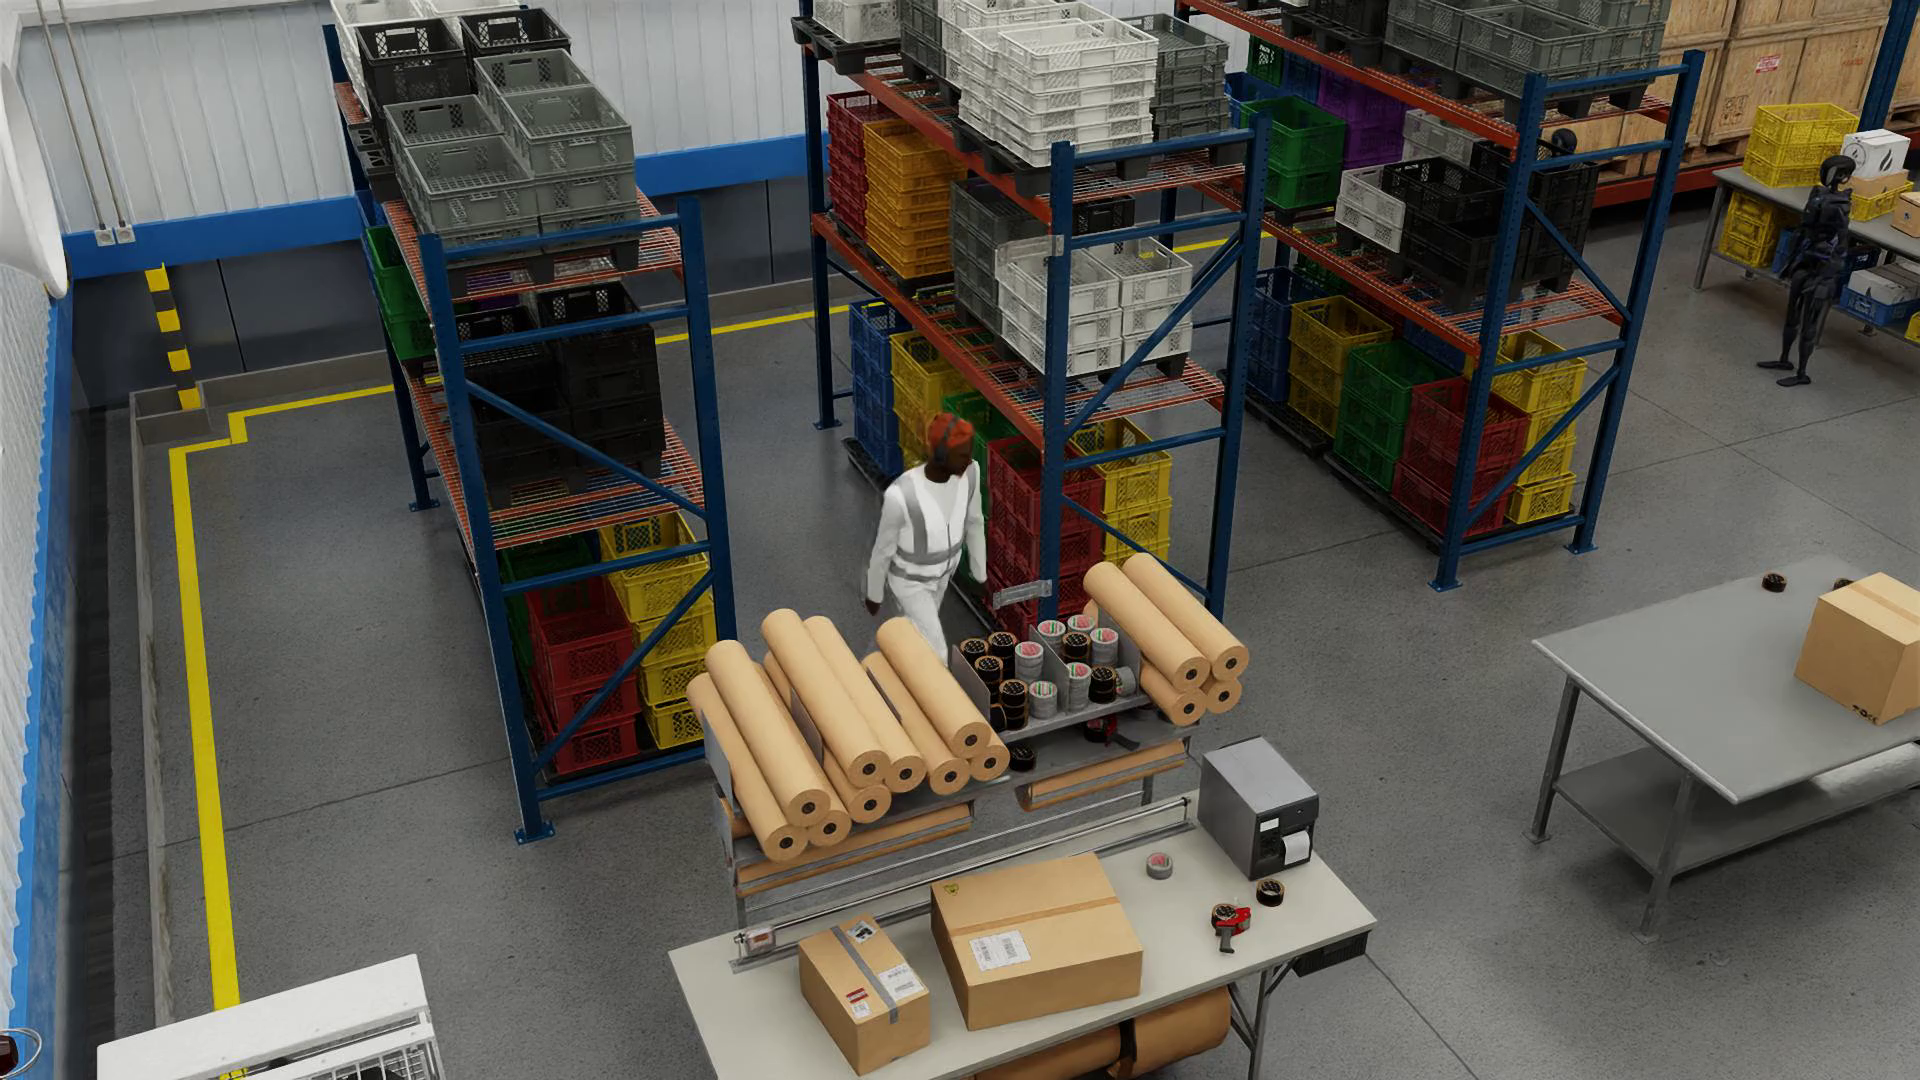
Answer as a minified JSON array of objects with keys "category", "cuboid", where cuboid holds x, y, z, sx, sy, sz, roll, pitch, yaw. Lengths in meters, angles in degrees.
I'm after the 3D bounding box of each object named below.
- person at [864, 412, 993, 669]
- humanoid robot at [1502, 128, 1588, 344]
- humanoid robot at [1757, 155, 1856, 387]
[{"category":"person","cuboid":[-0.122,0.211,8.123,0.915,1.837,0.582,25,39,34]},{"category":"humanoid robot","cuboid":[4.270,-2.223,12.236,0.570,1.653,0.341,-3,32,-5]},{"category":"humanoid robot","cuboid":[5.993,-1.894,11.690,0.325,1.657,0.596,-1,32,-1]}]
